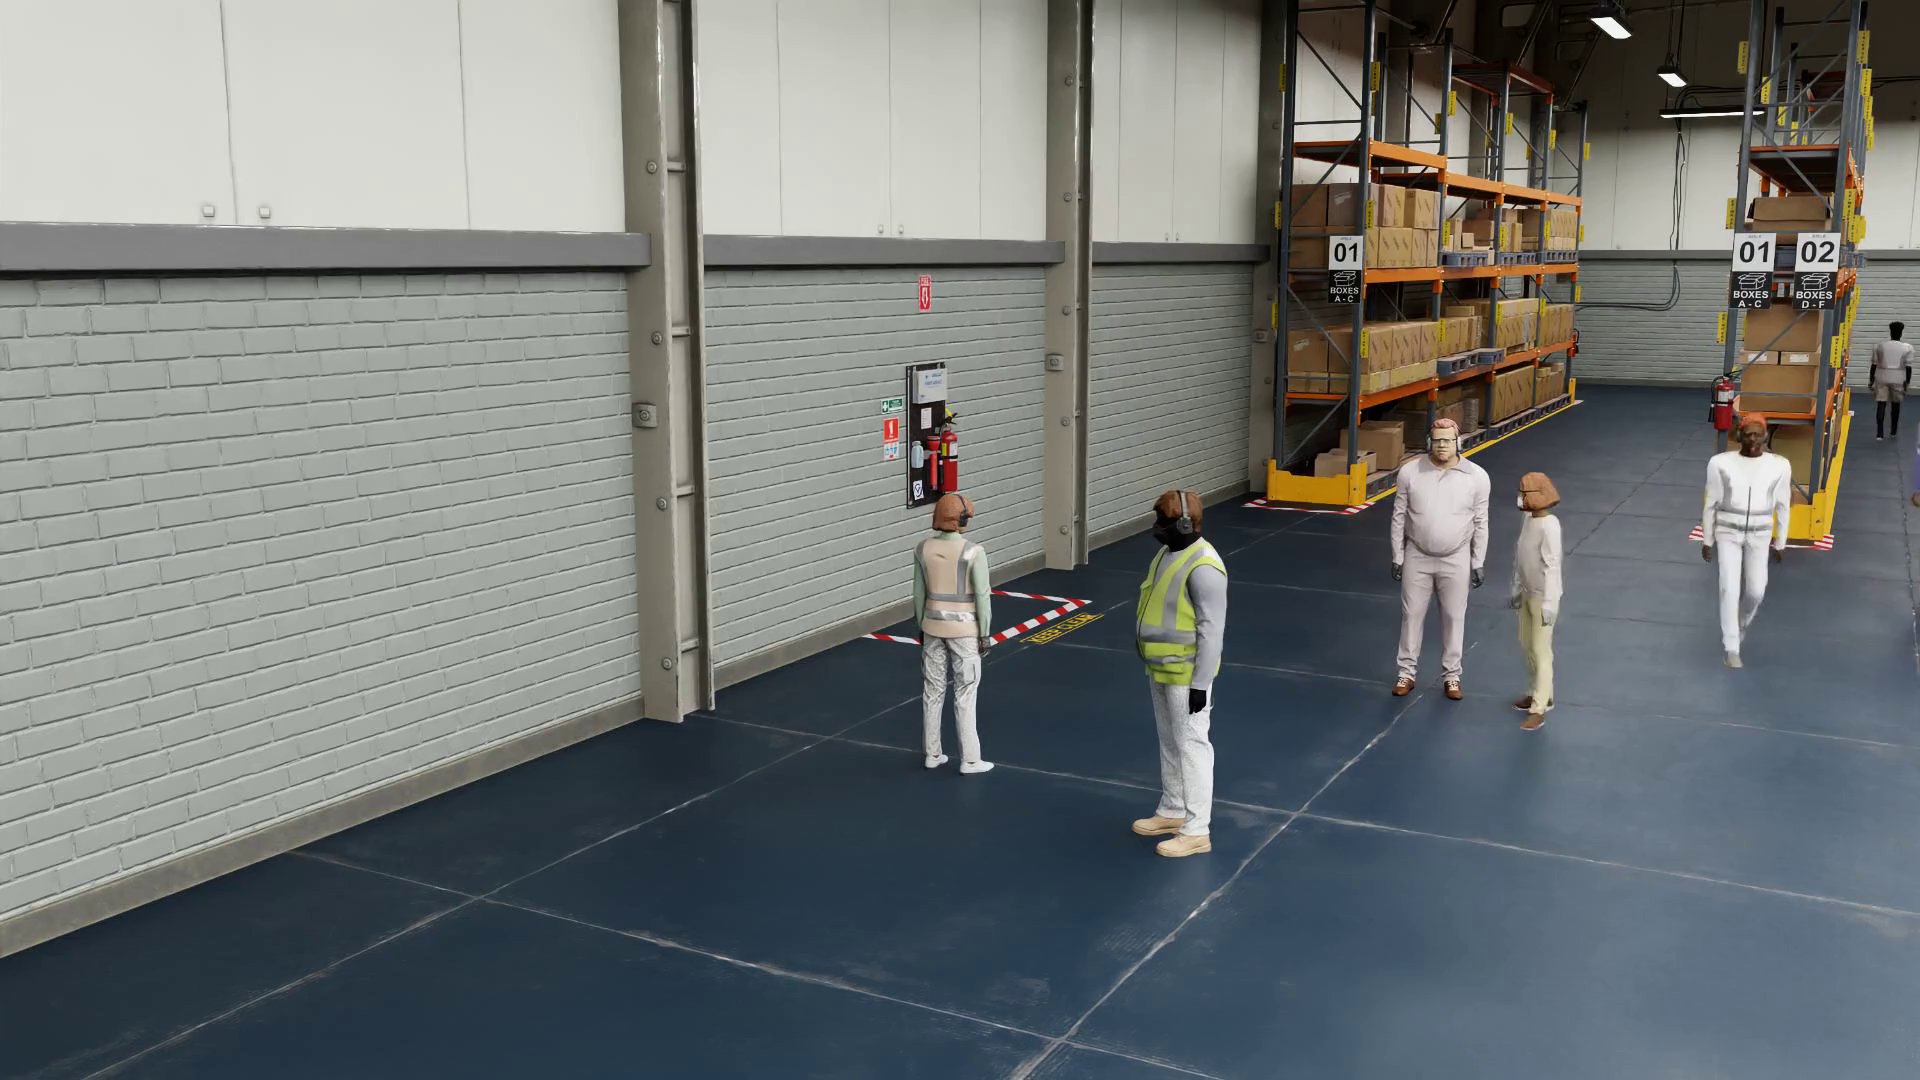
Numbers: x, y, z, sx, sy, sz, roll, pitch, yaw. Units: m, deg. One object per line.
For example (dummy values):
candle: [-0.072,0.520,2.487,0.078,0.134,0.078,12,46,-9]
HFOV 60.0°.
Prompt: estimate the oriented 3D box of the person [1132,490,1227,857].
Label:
person: [1.094,0.659,8.365,0.429,1.841,0.633,-2,10,-13]

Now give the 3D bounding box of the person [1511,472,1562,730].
person: [3.711,0.385,10.589,0.368,1.632,0.677,0,10,-1]

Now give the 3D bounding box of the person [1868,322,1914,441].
person: [15.223,-2.603,27.215,0.630,1.922,0.969,6,11,30]

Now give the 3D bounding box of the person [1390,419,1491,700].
person: [3.236,0.131,11.265,0.638,1.910,0.407,3,10,17]

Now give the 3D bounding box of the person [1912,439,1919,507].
person: [8.554,-0.443,14.320,0.613,2.016,0.860,6,11,30]

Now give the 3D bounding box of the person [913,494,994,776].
person: [-0.043,0.546,9.615,0.512,1.640,0.309,6,11,32]

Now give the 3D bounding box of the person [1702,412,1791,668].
person: [5.794,-0.023,12.303,0.583,1.864,0.712,3,10,18]
